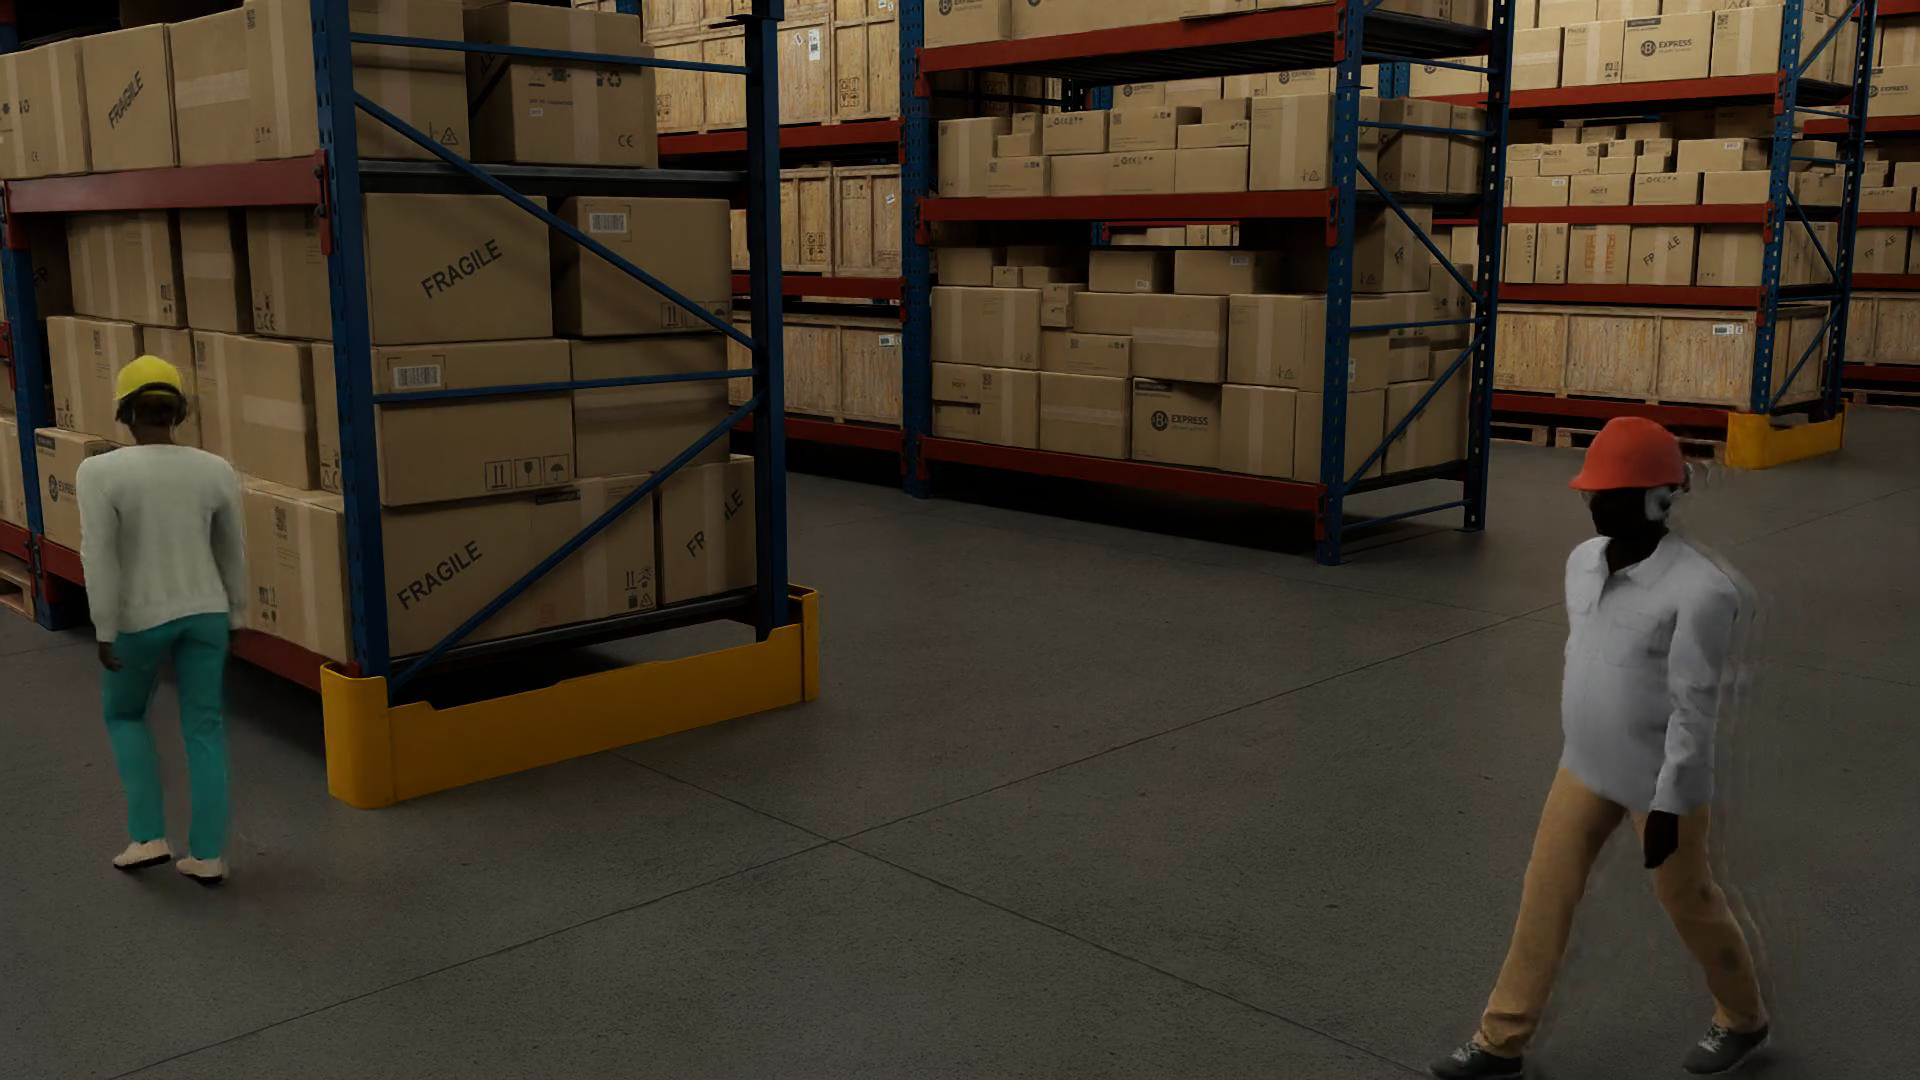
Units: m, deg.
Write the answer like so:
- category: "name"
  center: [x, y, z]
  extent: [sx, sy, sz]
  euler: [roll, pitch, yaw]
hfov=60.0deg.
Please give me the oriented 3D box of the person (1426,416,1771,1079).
- category: "person"
  center: [1.678, 0.540, 4.130]
  extent: [0.933, 1.704, 0.578]
  euler: [-4, 11, -19]

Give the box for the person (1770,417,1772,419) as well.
- category: "person"
  center: [8.786, -2.192, 18.513]
  extent: [0.607, 1.884, 1.027]
  euler: [-3, 11, -18]

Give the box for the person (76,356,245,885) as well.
- category: "person"
  center: [-2.613, 0.268, 5.500]
  extent: [0.565, 1.728, 0.549]
  euler: [9, 14, 42]
